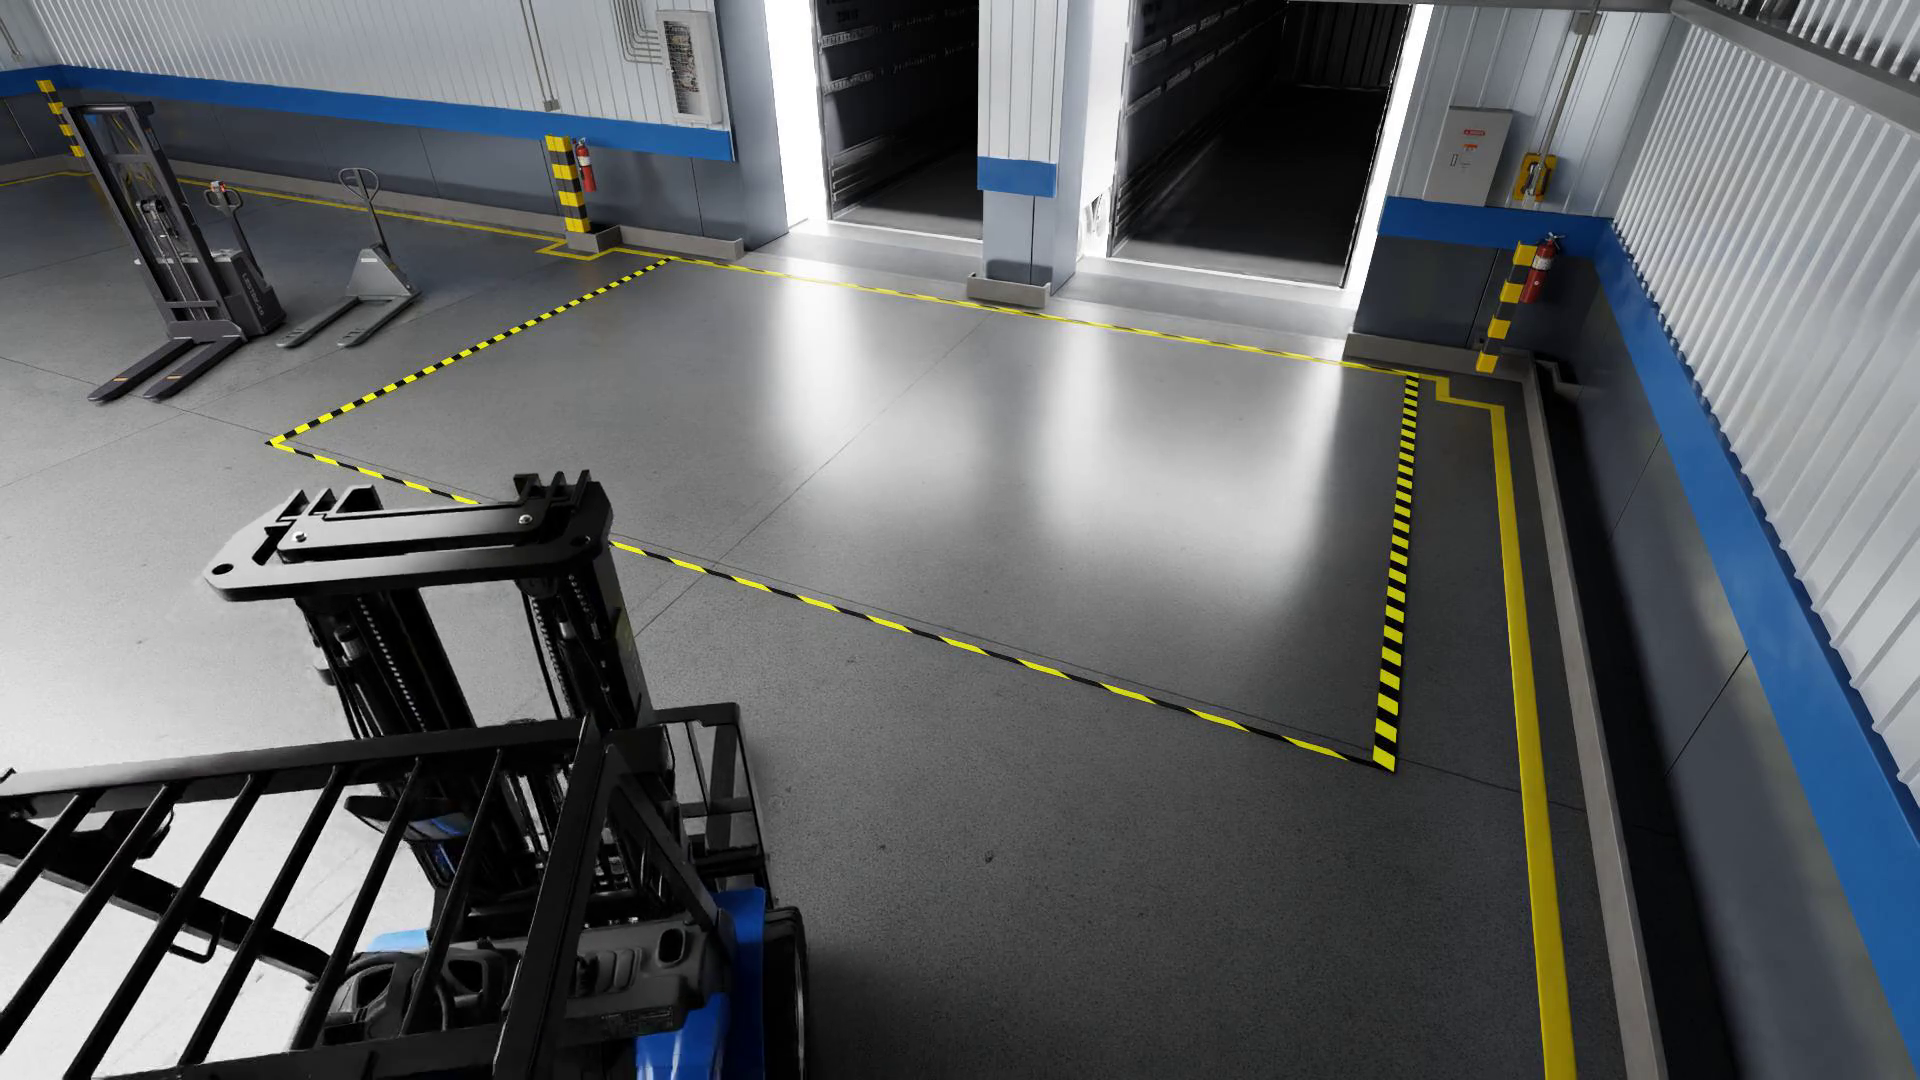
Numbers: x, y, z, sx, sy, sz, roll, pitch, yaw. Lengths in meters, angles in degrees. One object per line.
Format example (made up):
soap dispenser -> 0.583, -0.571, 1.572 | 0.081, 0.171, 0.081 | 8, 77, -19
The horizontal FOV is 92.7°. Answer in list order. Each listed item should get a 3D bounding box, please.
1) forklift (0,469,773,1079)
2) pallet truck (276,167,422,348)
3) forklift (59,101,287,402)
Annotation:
forklift -> -1.045, 1.354, 1.773 | 1.157, 2.036, 2.680 | -5, 35, -7
pallet truck -> -5.732, -2.611, 8.414 | 0.680, 1.201, 1.601 | -1, 35, -1
forklift -> -6.686, -2.387, 7.434 | 0.823, 1.965, 1.885 | -3, 35, -5
